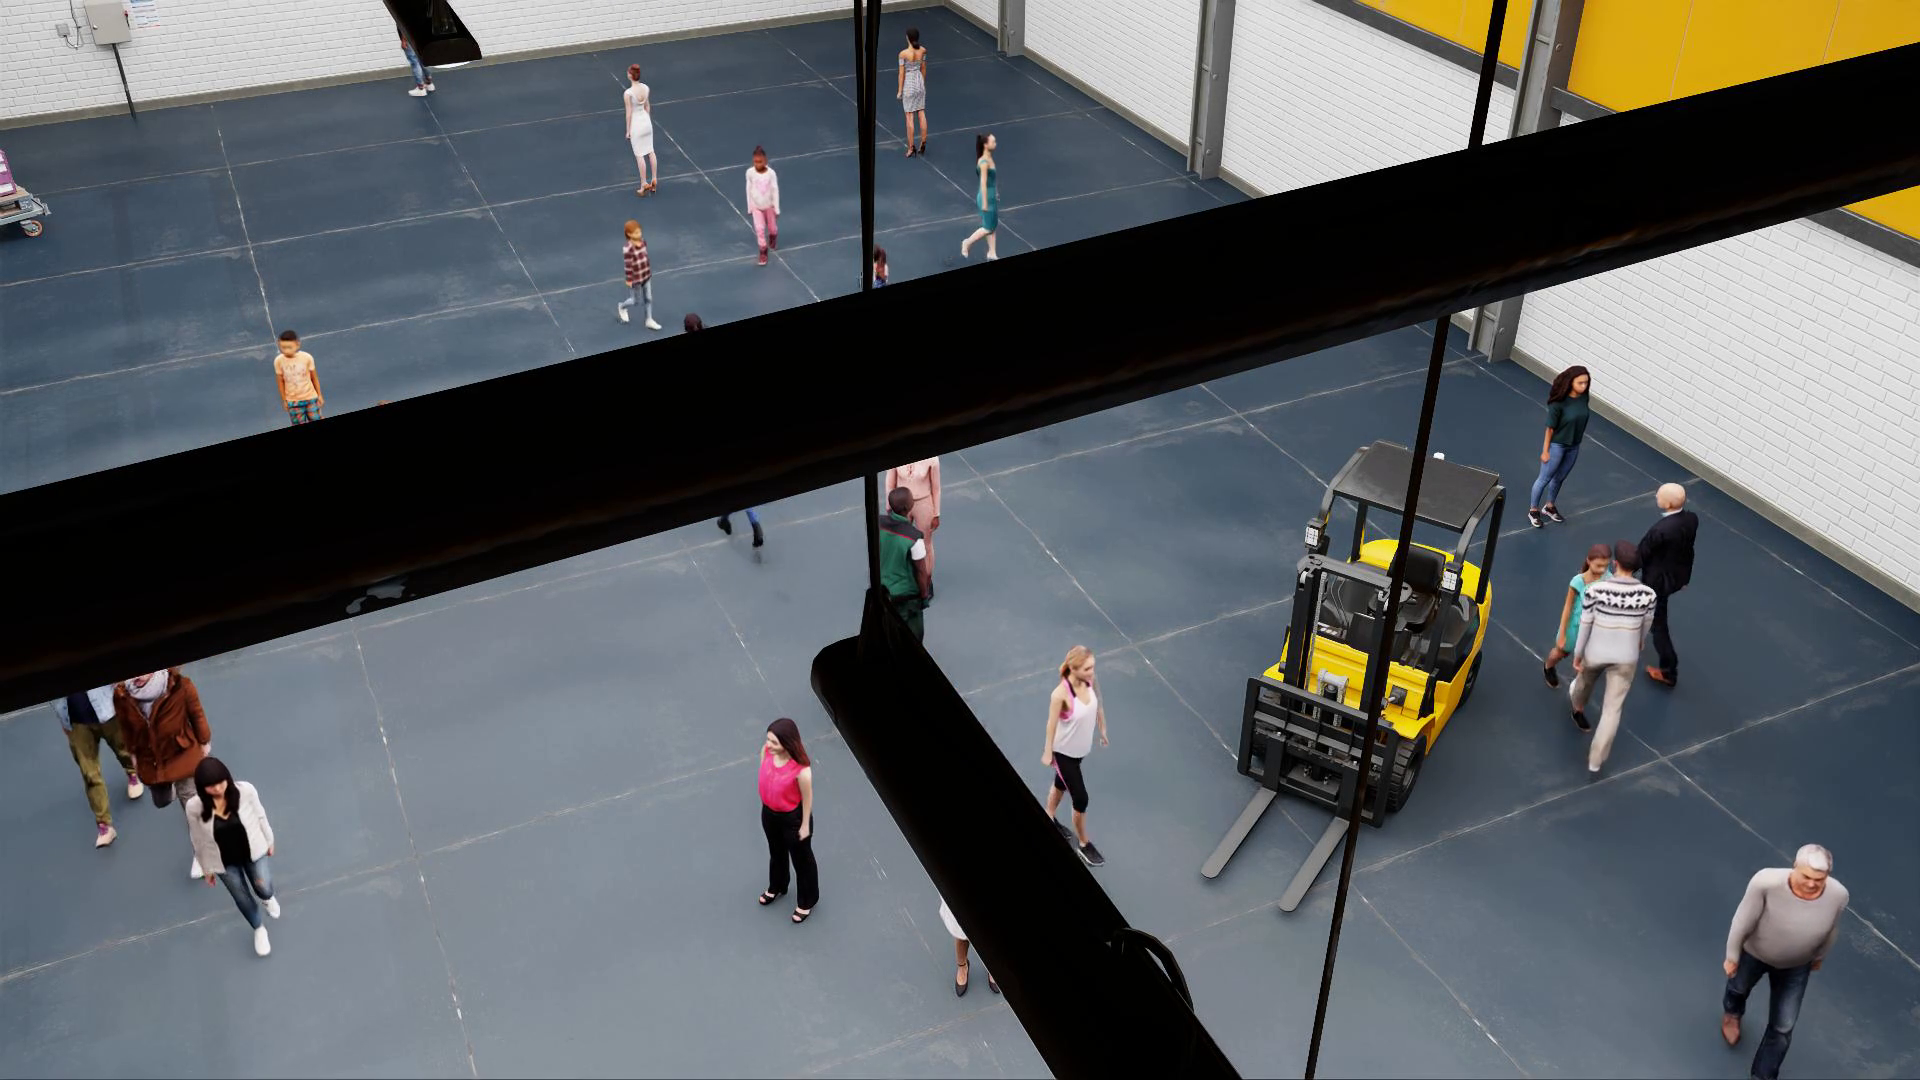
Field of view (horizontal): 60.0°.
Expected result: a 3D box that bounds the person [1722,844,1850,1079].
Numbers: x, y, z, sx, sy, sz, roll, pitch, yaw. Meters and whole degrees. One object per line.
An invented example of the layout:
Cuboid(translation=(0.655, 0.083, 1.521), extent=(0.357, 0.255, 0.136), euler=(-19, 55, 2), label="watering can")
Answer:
Cuboid(translation=(4.917, 2.458, 10.074), extent=(1.243, 1.847, 1.312), euler=(10, 35, 15), label="person")

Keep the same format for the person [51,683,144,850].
Cuboid(translation=(-6.199, 1.247, 11.969), extent=(0.803, 1.766, 1.189), euler=(-9, 35, -13), label="person")

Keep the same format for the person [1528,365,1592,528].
Cuboid(translation=(5.540, -0.881, 15.307), extent=(0.600, 1.616, 0.592), euler=(-13, 36, -18), label="person")

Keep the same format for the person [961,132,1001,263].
Cuboid(translation=(0.272, -4.106, 20.102), extent=(0.850, 1.677, 0.818), euler=(5, 34, 8), label="person")

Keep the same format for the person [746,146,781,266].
Cuboid(translation=(-2.403, -4.127, 20.355), extent=(0.755, 1.433, 0.900), euler=(1, 34, 2), label="person")

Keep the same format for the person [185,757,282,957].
Cuboid(translation=(-4.775, 2.008, 10.952), extent=(0.610, 1.626, 0.683), euler=(-15, 37, -22), label="person")

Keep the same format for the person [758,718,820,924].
Cuboid(translation=(-1.168, 1.857, 11.148), extent=(0.601, 1.659, 0.720), euler=(23, 40, 31), label="person")

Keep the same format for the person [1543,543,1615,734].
Cuboid(translation=(4.853, 0.657, 13.078), extent=(0.829, 1.521, 1.138), euler=(-2, 34, -3), label="person")

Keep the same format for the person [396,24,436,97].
Cuboid(translation=(-8.378, -7.738, 25.449), extent=(0.839, 1.809, 0.776), euler=(11, 35, 16), label="person")

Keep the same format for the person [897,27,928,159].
Cuboid(translation=(-0.639, -6.248, 23.196), extent=(0.623, 1.822, 0.568), euler=(-19, 38, -27), label="person")

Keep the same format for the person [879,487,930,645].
Cuboid(translation=(-0.476, 0.379, 13.211), extent=(0.707, 1.838, 0.837), euler=(22, 40, 30), label="person")

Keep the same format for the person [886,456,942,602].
Cuboid(translation=(-0.392, -0.250, 14.263), extent=(0.704, 1.721, 0.723), euler=(5, 34, 8), label="person")

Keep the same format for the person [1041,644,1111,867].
Cuboid(translation=(0.707, 1.422, 11.707), extent=(0.974, 1.766, 0.830), euler=(27, 42, 34), label="person")

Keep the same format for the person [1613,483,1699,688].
Cuboid(translation=(5.637, 0.387, 13.279), extent=(0.861, 1.748, 1.216), euler=(-21, 39, -28), label="person")

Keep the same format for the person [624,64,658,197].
Cuboid(translation=(-4.217, -5.425, 21.984), extent=(0.614, 1.792, 0.631), euler=(24, 41, 32), label="person")

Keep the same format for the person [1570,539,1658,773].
Cuboid(translation=(4.867, 0.915, 12.441), extent=(1.223, 1.797, 1.312), euler=(10, 35, 15), label="person")

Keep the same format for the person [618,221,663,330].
Cuboid(translation=(-3.682, -3.008, 18.798), extent=(0.881, 1.293, 0.770), euler=(18, 38, 25), label="person")

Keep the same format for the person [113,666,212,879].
Cuboid(translation=(-5.517, 1.449, 11.616), extent=(0.915, 1.821, 1.149), euler=(-4, 34, -7), label="person")

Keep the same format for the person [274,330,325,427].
Cuboid(translation=(-6.415, -1.385, 16.205), extent=(0.531, 1.461, 0.491), euler=(-12, 36, -18), label="person")

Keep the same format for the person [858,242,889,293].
Cuboid(translation=(-0.849, -2.373, 17.569), extent=(0.932, 1.596, 0.773), euler=(24, 41, 32), label="person")
